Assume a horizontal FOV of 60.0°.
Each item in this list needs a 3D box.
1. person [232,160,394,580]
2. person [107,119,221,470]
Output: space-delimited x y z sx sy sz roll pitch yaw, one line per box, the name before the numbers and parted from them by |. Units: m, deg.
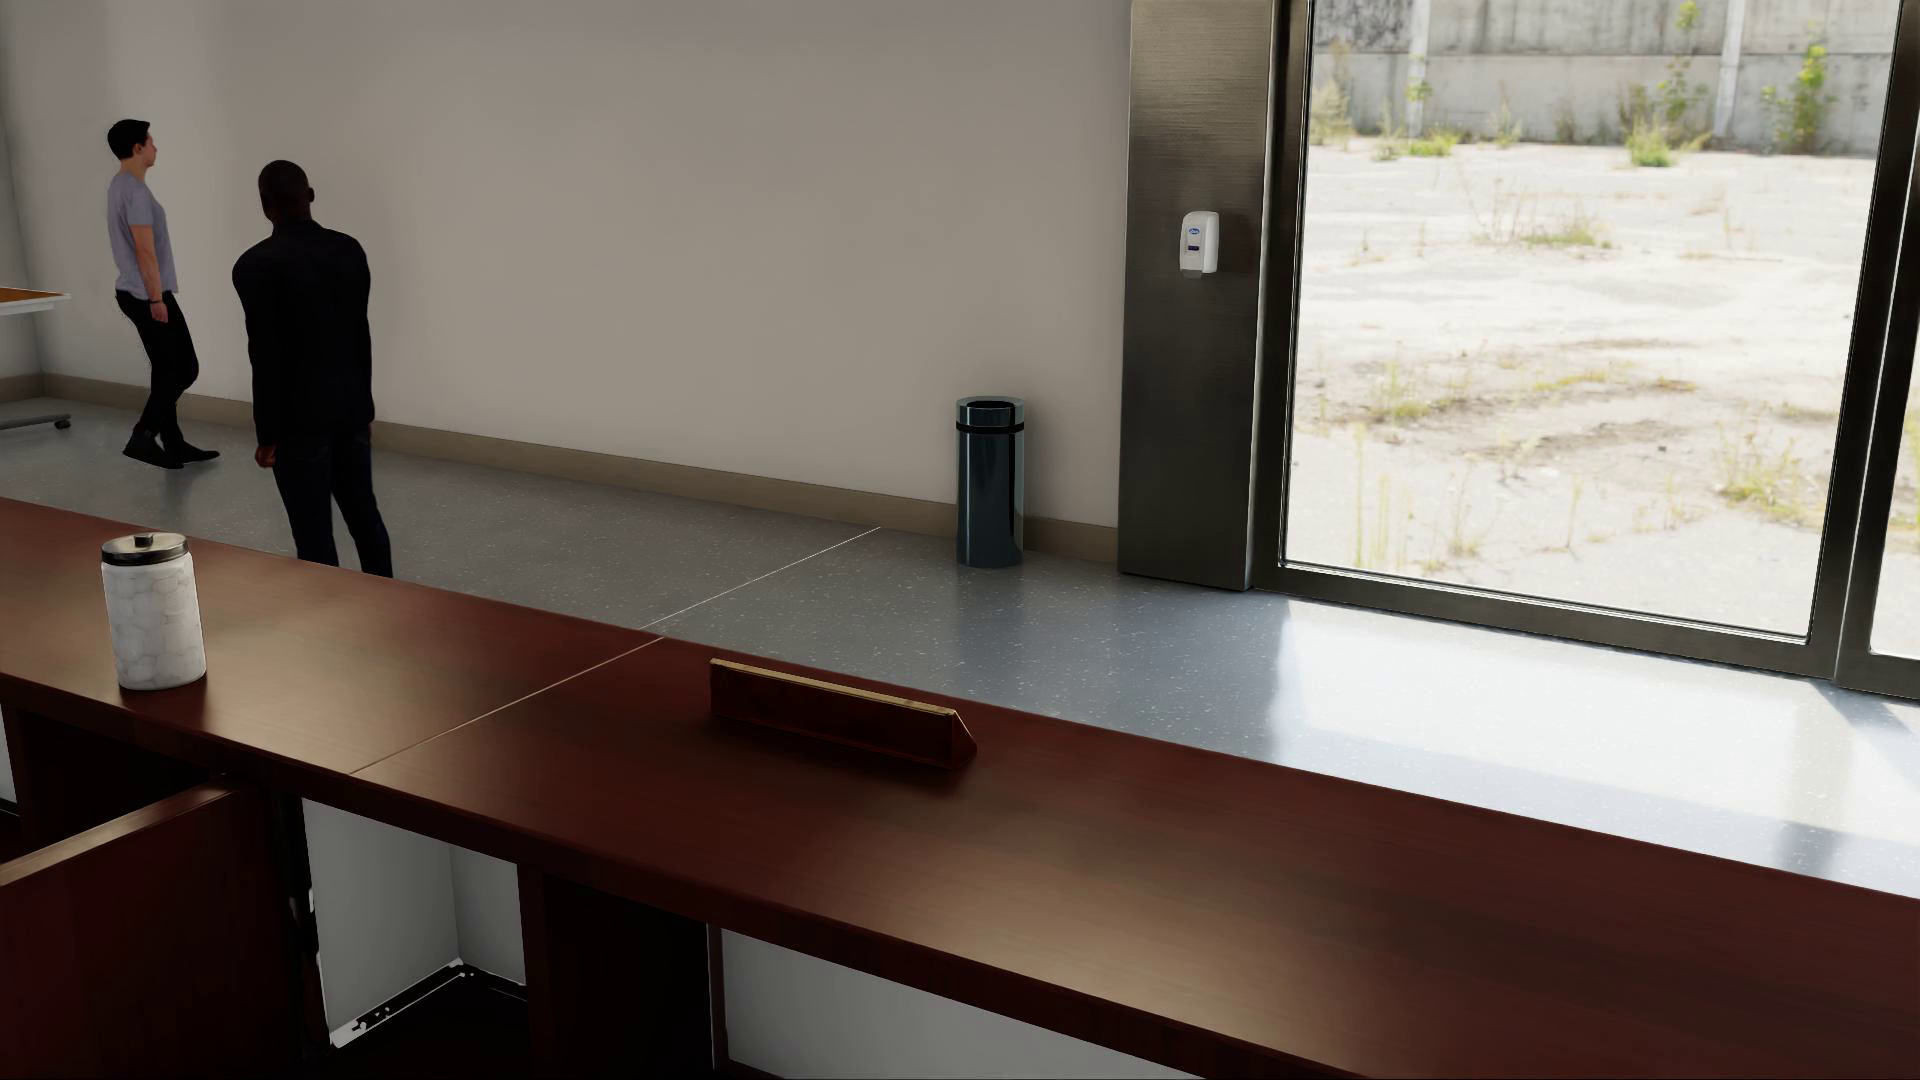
person | -2.266 -0.422 5.894 0.740 1.818 0.527 8 18 27
person | -4.380 -1.257 8.873 0.912 1.808 0.877 -11 19 -34
